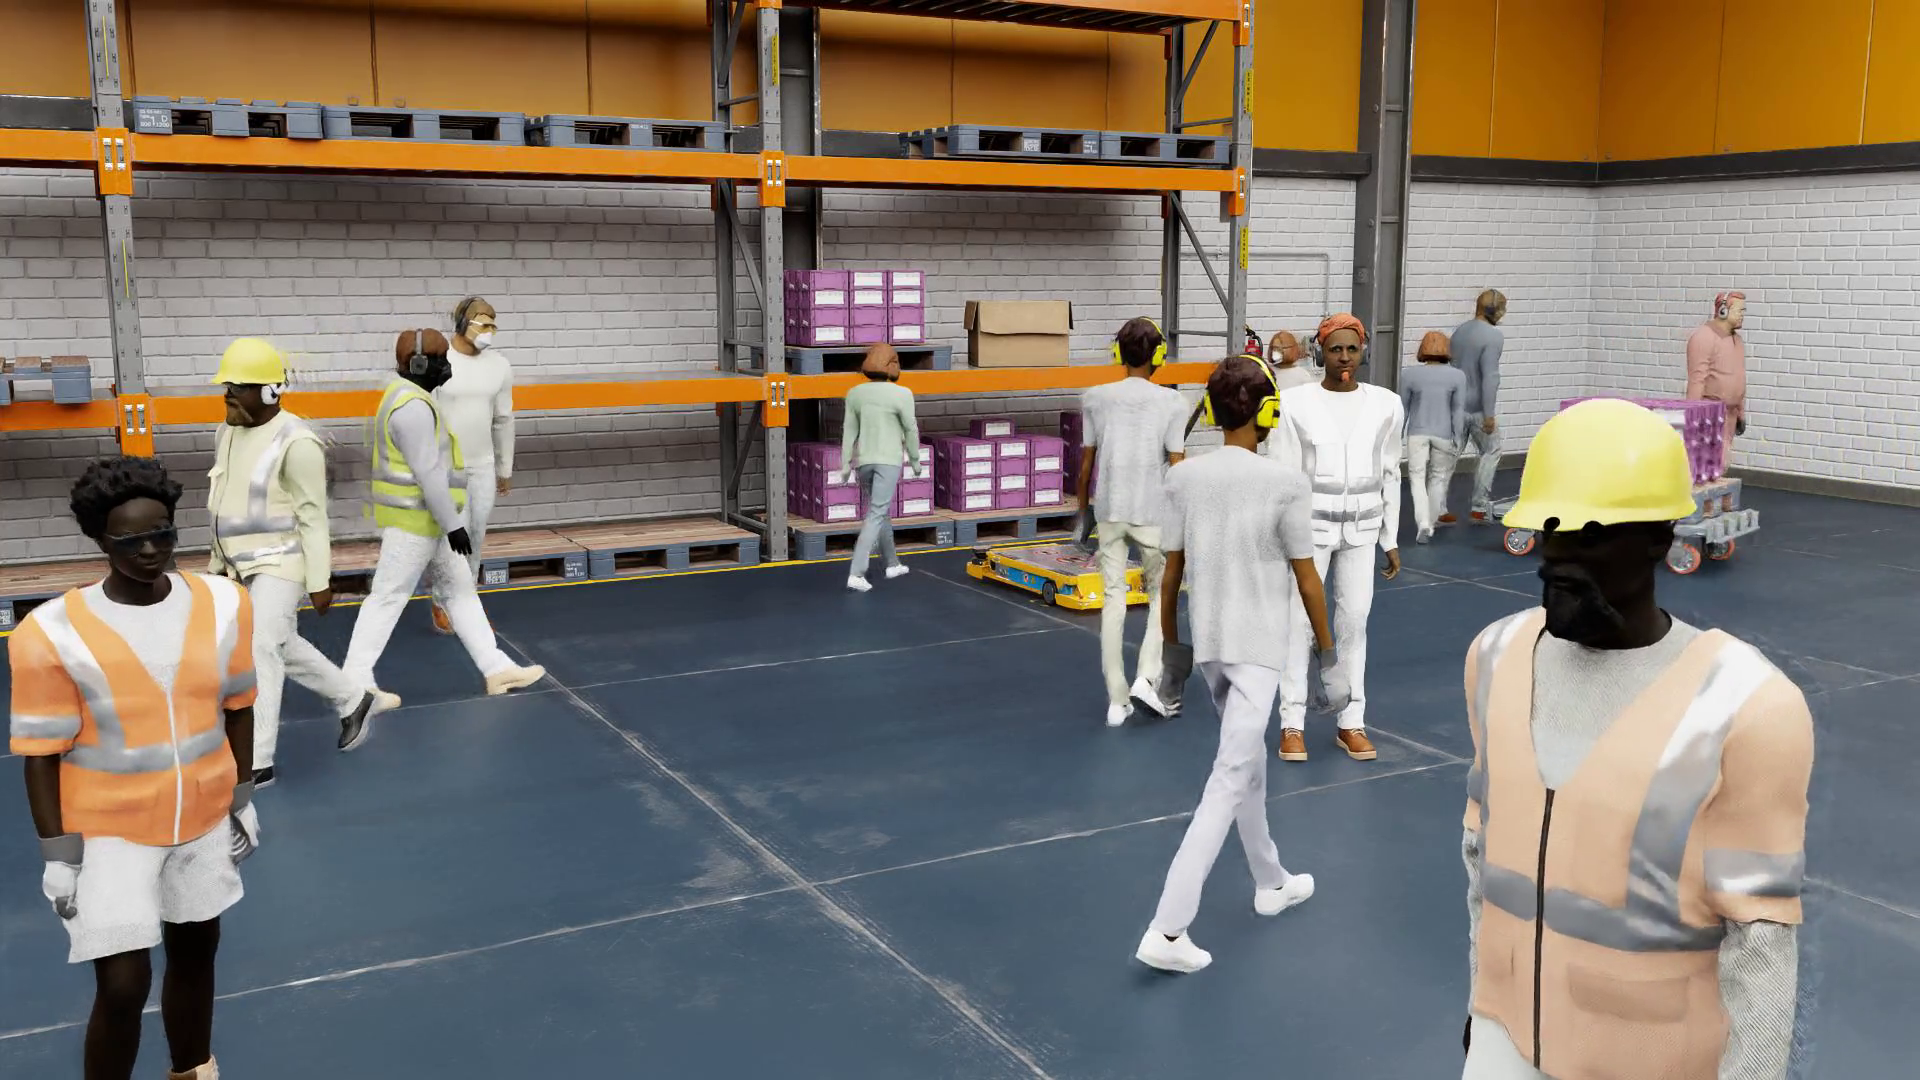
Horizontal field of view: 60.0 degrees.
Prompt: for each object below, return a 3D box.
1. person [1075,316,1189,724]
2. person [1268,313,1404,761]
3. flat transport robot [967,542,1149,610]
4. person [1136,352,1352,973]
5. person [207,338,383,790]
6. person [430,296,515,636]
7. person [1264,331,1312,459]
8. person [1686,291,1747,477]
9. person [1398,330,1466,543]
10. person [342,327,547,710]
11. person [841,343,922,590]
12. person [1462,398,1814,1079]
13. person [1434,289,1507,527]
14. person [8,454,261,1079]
[{"bbox_3d":[0.767,-0.079,7.550,0.533,1.856,0.391,3,10,16],"label":"person"},{"bbox_3d":[1.568,-0.005,6.990,0.580,1.883,0.352,-1,9,-4],"label":"person"},{"bbox_3d":[0.667,0.207,10.595,0.652,0.197,1.431,-5,11,-28],"label":"flat transport robot"},{"bbox_3d":[0.841,0.354,5.004,0.965,1.825,0.538,-8,12,-41],"label":"person"},{"bbox_3d":[-2.728,0.077,6.745,0.594,1.804,0.822,8,12,39],"label":"person"},{"bbox_3d":[-2.762,-0.396,9.293,0.456,1.908,0.656,8,13,42],"label":"person"},{"bbox_3d":[2.507,-0.814,12.780,0.832,1.599,0.494,-7,12,-38],"label":"person"},{"bbox_3d":[5.909,-0.986,12.944,0.671,1.887,0.433,-8,12,-39],"label":"person"},{"bbox_3d":[3.557,-0.780,12.588,0.499,1.611,0.741,1,9,7],"label":"person"},{"bbox_3d":[-2.510,-0.092,7.814,0.978,1.795,0.620,-3,10,-15],"label":"person"},{"bbox_3d":[-0.528,-0.478,10.804,0.494,1.587,0.842,6,11,33],"label":"person"},{"bbox_3d":[1.015,0.719,2.564,0.930,1.891,0.595,-6,11,-33],"label":"person"},{"bbox_3d":[4.106,-1.037,13.229,0.783,1.890,0.728,-3,10,-18],"label":"person"},{"bbox_3d":[-1.809,0.636,3.706,0.400,1.671,0.539,7,12,38],"label":"person"}]
